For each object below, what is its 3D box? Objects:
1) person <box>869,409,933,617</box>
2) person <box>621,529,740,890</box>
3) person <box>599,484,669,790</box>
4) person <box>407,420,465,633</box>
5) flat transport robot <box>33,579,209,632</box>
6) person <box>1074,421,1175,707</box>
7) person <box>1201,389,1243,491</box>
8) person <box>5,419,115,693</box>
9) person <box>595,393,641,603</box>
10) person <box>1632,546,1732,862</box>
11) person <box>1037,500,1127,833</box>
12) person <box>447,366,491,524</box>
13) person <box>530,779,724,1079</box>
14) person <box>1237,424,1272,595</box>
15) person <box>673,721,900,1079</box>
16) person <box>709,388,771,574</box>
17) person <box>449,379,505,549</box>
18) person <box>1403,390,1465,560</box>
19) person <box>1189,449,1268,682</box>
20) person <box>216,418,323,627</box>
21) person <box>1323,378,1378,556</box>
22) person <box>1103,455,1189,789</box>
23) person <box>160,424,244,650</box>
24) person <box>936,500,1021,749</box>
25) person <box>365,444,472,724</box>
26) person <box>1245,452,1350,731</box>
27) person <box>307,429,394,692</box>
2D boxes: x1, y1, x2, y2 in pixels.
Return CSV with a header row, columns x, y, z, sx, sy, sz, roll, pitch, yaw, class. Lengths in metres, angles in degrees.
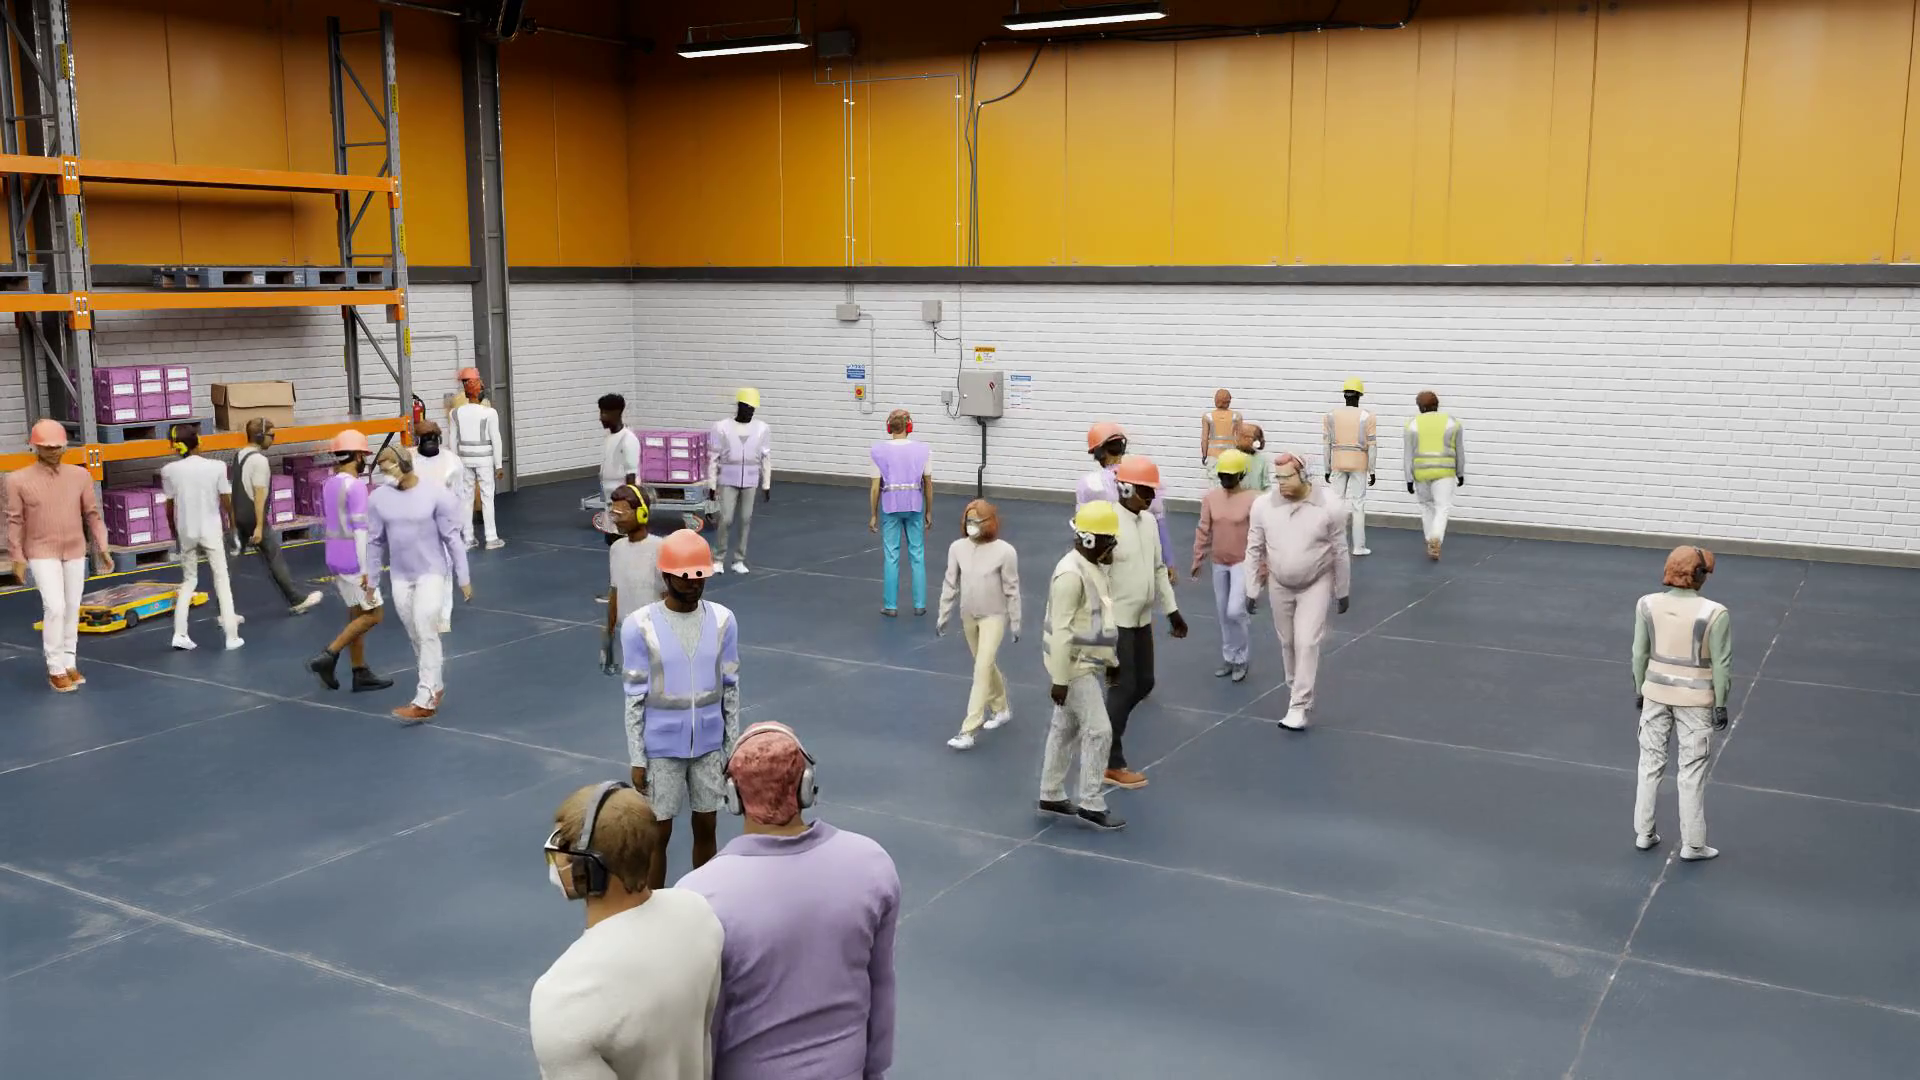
x,y,z,sx,sy,sz,roll,pitch,yaw,class
-0.516,-0.228,14.673,0.563,1.838,0.390,-2,9,-11,person
-1.210,0.903,7.356,0.540,1.929,0.391,-5,10,-29,person
-1.821,0.608,9.392,0.569,1.856,0.380,7,12,39,person
-4.566,-0.153,14.318,0.612,1.809,0.908,-3,10,-18,person
-7.329,0.568,14.580,0.652,0.197,1.431,2,9,10,flat transport robot
1.134,0.156,11.786,0.696,1.994,0.689,-3,9,-16,person
3.182,-1.014,20.195,0.514,1.641,0.307,1,9,4,person
-6.508,0.113,12.117,0.633,1.972,0.639,6,11,34,person
-3.084,-0.400,15.447,0.668,1.944,0.606,-7,11,-35,person
3.729,0.841,8.622,0.311,1.639,0.512,-8,12,-40,person
0.715,0.683,9.077,0.668,1.801,0.634,3,9,16,person
-5.889,-1.141,20.126,0.570,1.916,0.421,2,9,12,person
-0.754,1.475,3.733,0.373,1.940,0.629,3,10,19,person
2.768,-0.284,15.728,0.532,1.608,0.689,-6,11,-32,person
-0.469,1.405,4.279,0.642,1.905,0.399,-6,11,-33,person
-2.209,-0.588,16.759,0.632,1.894,0.428,-3,10,-18,person
-5.316,-0.835,18.321,0.587,1.882,0.342,1,9,9,person
5.013,-0.686,17.668,0.633,1.802,0.834,4,10,21,person
2.010,0.190,12.356,0.547,1.746,0.531,8,12,41,person
-6.095,-0.171,14.465,0.551,1.780,0.996,7,11,35,person
4.197,-0.784,17.893,0.585,1.919,0.374,5,10,28,person
0.961,0.462,9.967,0.609,1.963,0.632,7,11,36,person
-6.081,-0.014,13.352,0.553,1.840,0.345,-2,9,-12,person
0.126,0.518,10.800,0.528,1.581,0.876,6,11,34,person
-3.714,0.285,11.341,0.699,1.879,0.839,2,9,12,person
2.244,0.336,11.114,0.671,1.857,0.976,5,10,27,person
-4.410,0.170,11.953,0.568,1.917,0.588,-8,12,-40,person
